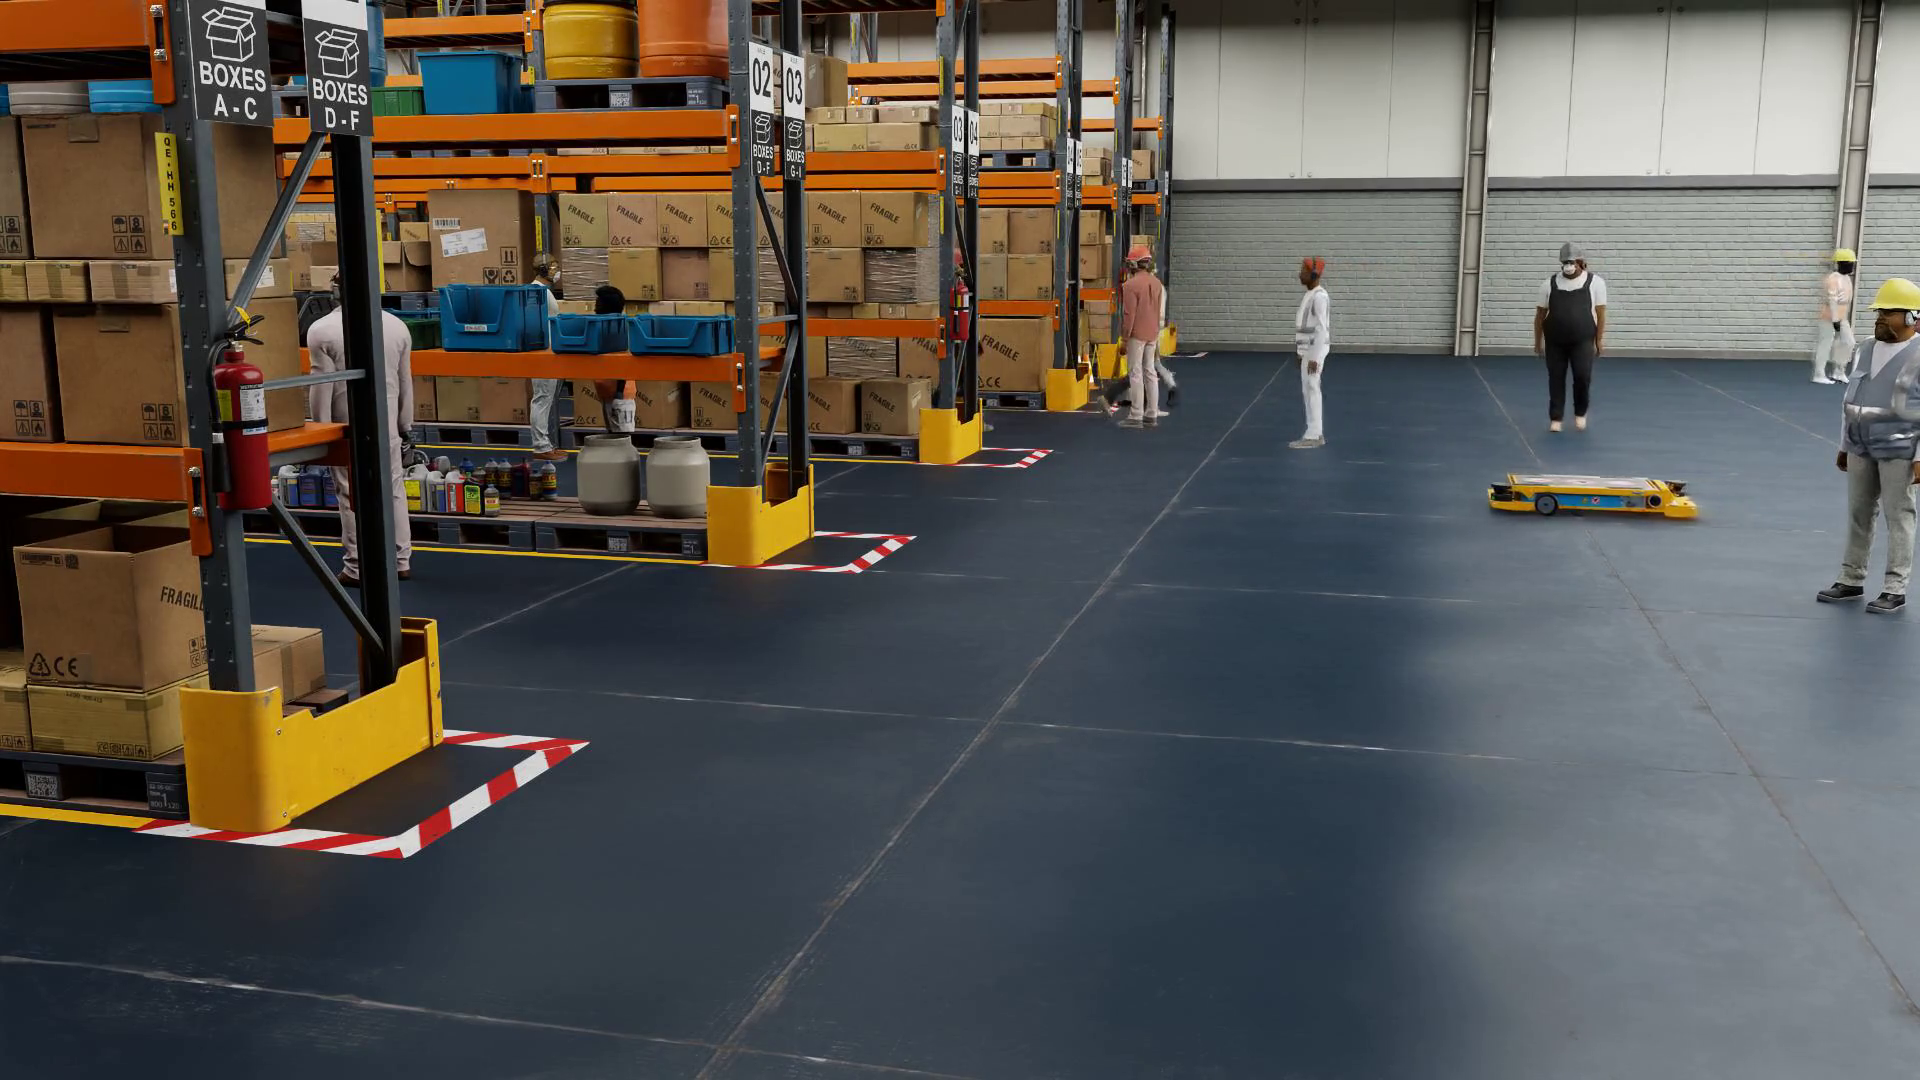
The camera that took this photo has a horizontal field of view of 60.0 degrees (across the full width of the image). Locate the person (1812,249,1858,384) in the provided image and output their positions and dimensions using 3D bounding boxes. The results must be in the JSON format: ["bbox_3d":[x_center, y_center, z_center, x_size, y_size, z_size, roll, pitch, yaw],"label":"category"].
[{"bbox_3d":[12.450,-3.148,23.520,0.587,1.908,0.649,-8,13,-36],"label":"person"}]

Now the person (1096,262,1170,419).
[{"bbox_3d":[1.985,-2.263,18.932,0.879,1.813,0.496,-3,11,-16],"label":"person"}]

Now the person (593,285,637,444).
[{"bbox_3d":[-2.658,-1.100,12.783,0.321,1.697,0.530,-4,11,-22],"label":"person"}]

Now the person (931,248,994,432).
[{"bbox_3d":[-0.046,-2.156,17.900,0.877,1.972,0.613,5,11,26],"label":"person"}]

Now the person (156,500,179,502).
[{"bbox_3d":[-4.462,-0.668,9.538,0.571,2.005,0.694,-6,12,-29],"label":"person"}]

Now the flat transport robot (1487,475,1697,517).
[{"bbox_3d":[4.749,-0.348,12.568,1.431,0.197,0.652,3,11,15],"label":"flat transport robot"}]

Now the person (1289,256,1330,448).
[{"bbox_3d":[3.458,-1.837,16.365,0.339,1.884,0.577,1,10,4],"label":"person"}]

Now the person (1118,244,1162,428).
[{"bbox_3d":[1.953,-2.219,18.161,0.396,1.992,0.622,10,14,43],"label":"person"}]

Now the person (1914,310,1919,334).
[{"bbox_3d":[10.104,-2.018,17.299,0.651,1.904,0.403,-8,13,-36],"label":"person"}]

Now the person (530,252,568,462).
[{"bbox_3d":[-3.844,-1.681,15.370,0.364,1.934,0.625,-2,10,-12],"label":"person"}]

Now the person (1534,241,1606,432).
[{"bbox_3d":[6.461,-2.158,17.696,0.707,2.000,0.535,5,11,27],"label":"person"}]

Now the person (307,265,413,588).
[{"bbox_3d":[-3.553,-0.673,9.841,0.402,1.906,0.652,9,13,40],"label":"person"}]

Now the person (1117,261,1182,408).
[{"bbox_3d":[2.296,-2.491,20.175,0.749,1.810,0.611,10,14,43],"label":"person"}]

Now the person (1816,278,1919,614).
[{"bbox_3d":[5.093,-0.517,9.172,0.403,1.835,0.588,-4,11,-21],"label":"person"}]
